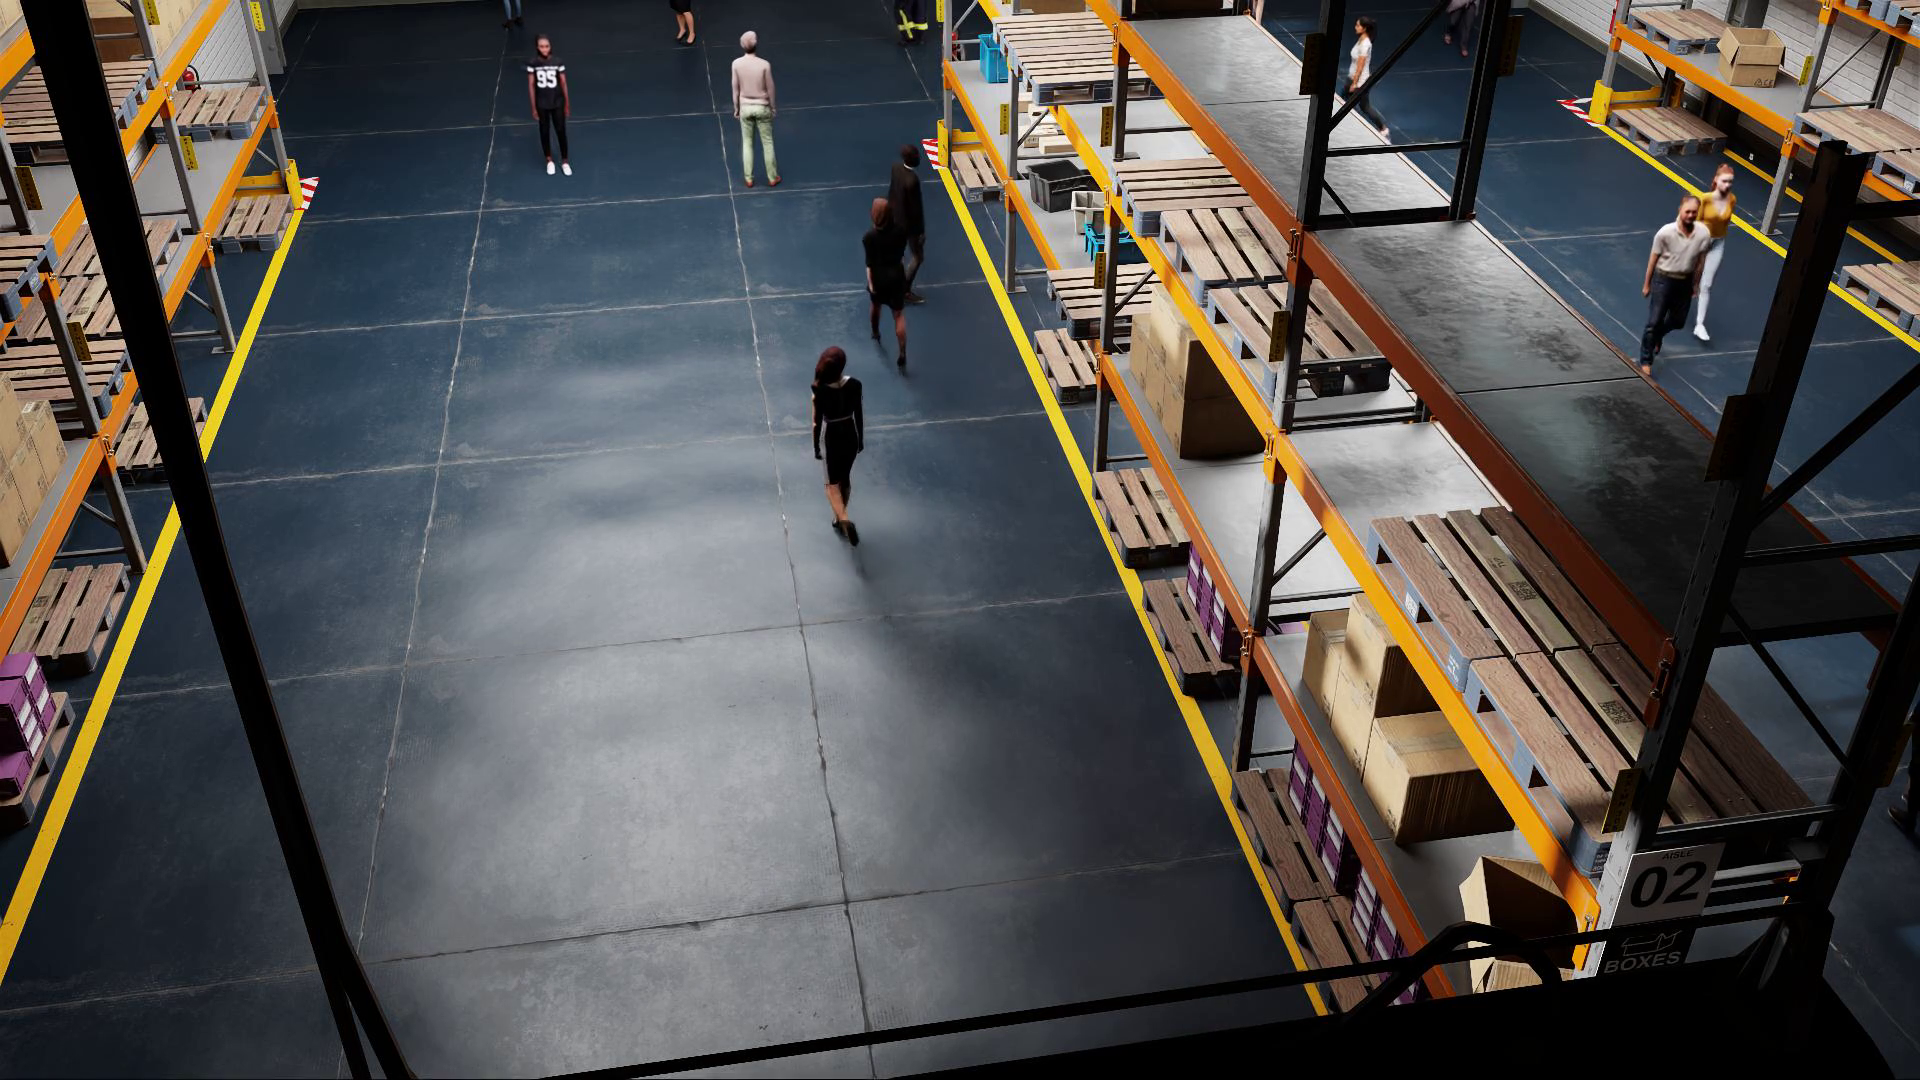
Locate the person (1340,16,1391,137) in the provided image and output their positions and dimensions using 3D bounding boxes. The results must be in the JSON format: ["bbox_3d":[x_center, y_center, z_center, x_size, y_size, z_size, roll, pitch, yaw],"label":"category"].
[{"bbox_3d":[5.224,-5.893,21.423,0.784,1.613,1.079,0,34,0],"label":"person"}]

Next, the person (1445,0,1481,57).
[{"bbox_3d":[7.494,-8.069,24.717,0.747,1.590,0.981,0,34,1],"label":"person"}]

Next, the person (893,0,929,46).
[{"bbox_3d":[-0.743,-8.388,24.876,0.943,1.947,0.944,-17,37,-24],"label":"person"}]

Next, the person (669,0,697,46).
[{"bbox_3d":[-4.220,-8.325,25.032,0.863,1.668,0.768,-28,43,-35],"label":"person"}]

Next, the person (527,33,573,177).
[{"bbox_3d":[-5.093,-5.387,20.559,0.624,1.726,0.611,-8,34,-11],"label":"person"}]

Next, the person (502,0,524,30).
[{"bbox_3d":[-7.031,-8.787,25.759,0.776,1.634,0.732,28,42,35],"label":"person"}]

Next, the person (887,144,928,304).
[{"bbox_3d":[-0.596,-3.325,17.420,0.960,1.769,0.679,-26,41,-33],"label":"person"}]

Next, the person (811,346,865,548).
[{"bbox_3d":[-0.963,-0.717,13.486,0.694,1.779,0.996,-12,35,-17],"label":"person"}]

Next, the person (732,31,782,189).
[{"bbox_3d":[-2.484,-5.199,20.148,0.722,1.870,0.658,1,34,1],"label":"person"}]

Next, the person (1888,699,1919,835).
[{"bbox_3d":[6.350,1.309,10.749,0.539,1.436,0.561,-5,34,-8],"label":"person"}]

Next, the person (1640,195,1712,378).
[{"bbox_3d":[6.897,-2.521,16.147,0.839,1.837,0.978,6,34,9],"label":"person"}]

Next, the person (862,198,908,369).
[{"bbox_3d":[-0.670,-2.471,16.239,0.696,1.654,1.141,-11,35,-16],"label":"person"}]

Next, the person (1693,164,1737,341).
[{"bbox_3d":[7.552,-3.001,16.993,0.731,1.702,1.237,-1,34,-1],"label":"person"}]
